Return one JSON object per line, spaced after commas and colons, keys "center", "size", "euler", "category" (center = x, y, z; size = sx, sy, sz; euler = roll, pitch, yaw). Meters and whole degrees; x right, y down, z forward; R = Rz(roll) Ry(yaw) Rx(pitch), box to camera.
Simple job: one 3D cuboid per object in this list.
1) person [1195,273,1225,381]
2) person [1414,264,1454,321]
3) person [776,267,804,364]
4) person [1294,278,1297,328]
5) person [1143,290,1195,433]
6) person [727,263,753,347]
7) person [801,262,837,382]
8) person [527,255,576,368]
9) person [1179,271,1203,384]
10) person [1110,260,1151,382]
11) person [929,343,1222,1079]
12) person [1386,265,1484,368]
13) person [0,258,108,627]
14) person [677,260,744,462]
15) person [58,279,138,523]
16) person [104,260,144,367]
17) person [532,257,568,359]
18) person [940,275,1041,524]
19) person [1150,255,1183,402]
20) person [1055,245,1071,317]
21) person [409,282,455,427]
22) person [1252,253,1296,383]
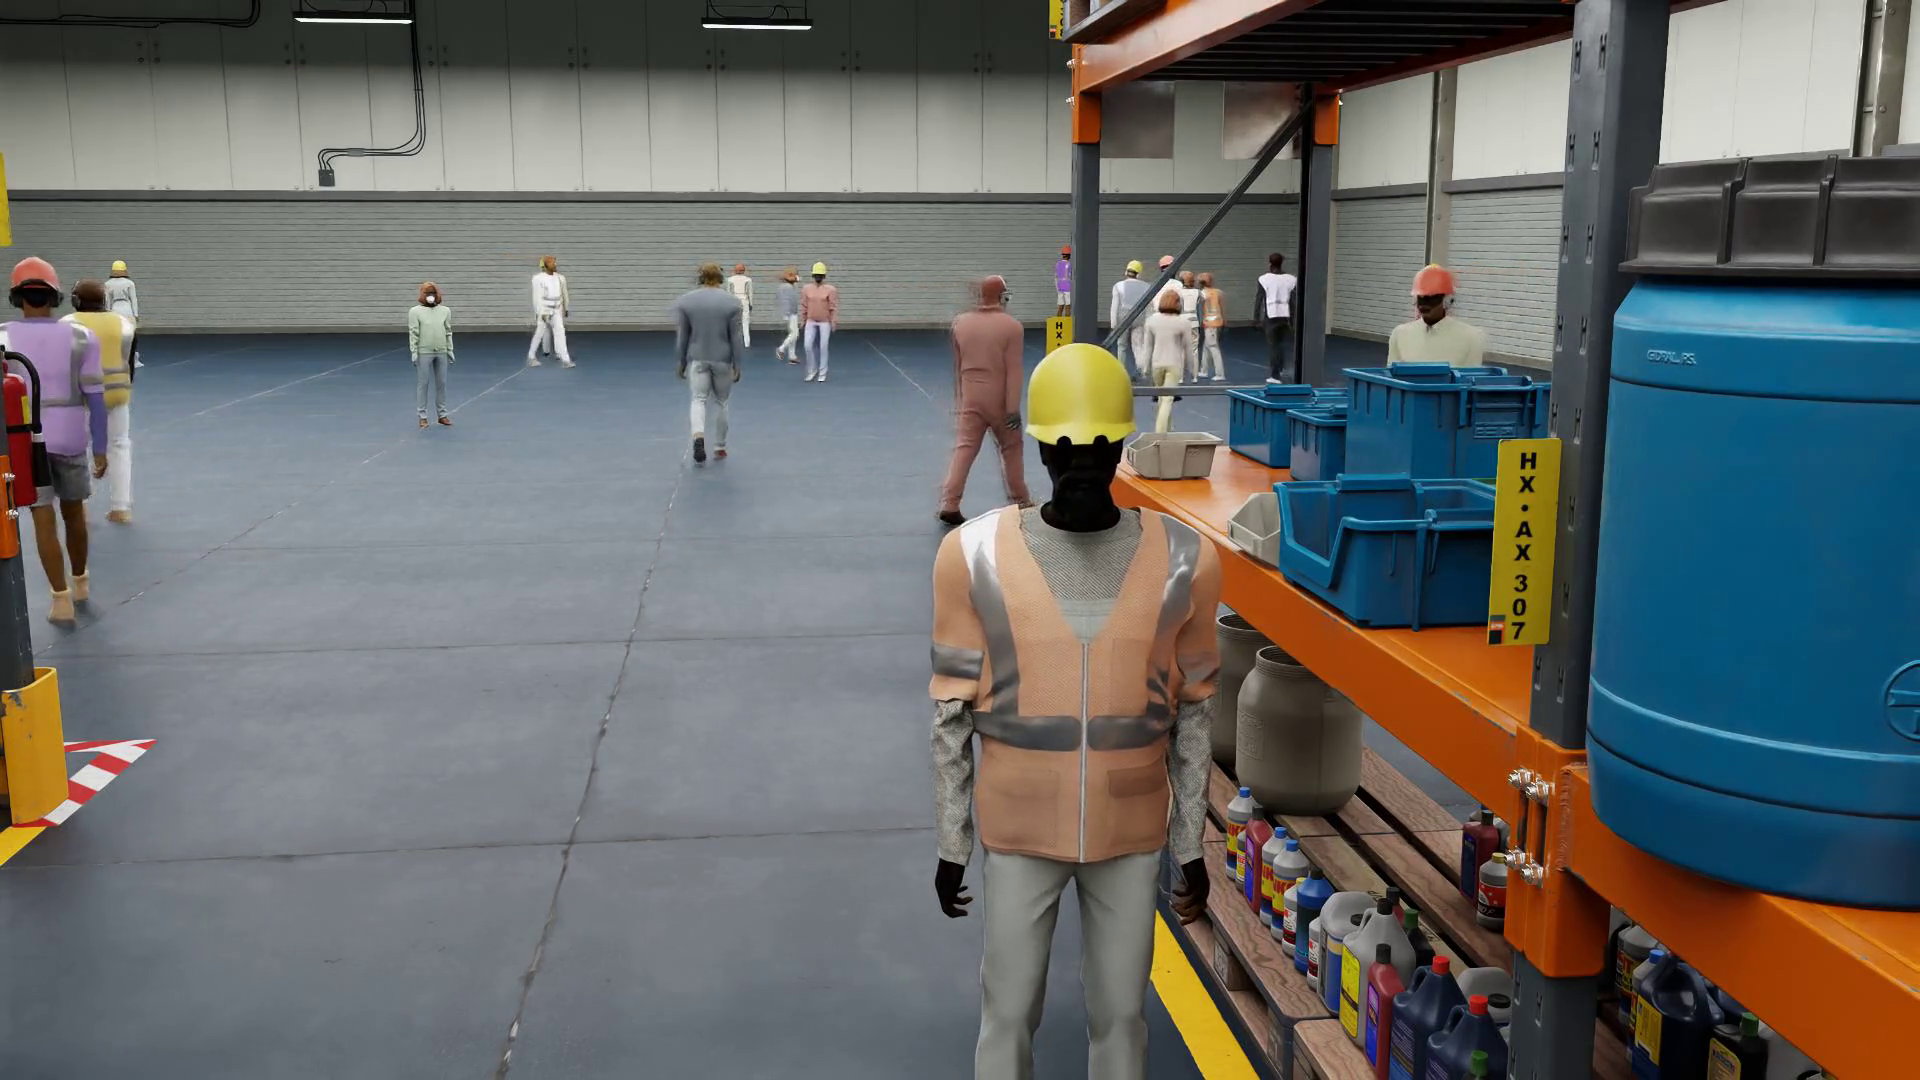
{"center": [3.669, -3.164, 24.724], "size": [0.715, 1.589, 0.513], "euler": [10, 14, 42], "category": "person"}
{"center": [6.981, -3.193, 24.520], "size": [0.555, 1.718, 0.884], "euler": [3, 11, 18], "category": "person"}
{"center": [-2.829, -3.758, 27.901], "size": [0.386, 1.619, 0.526], "euler": [2, 10, 8], "category": "person"}
{"center": [5.170, -3.286, 24.723], "size": [0.505, 1.846, 0.347], "euler": [2, 11, 13], "category": "person"}
{"center": [2.155, -1.774, 17.139], "size": [0.519, 1.584, 0.875], "euler": [5, 11, 24], "category": "person"}
{"center": [-4.261, -4.543, 32.207], "size": [0.509, 1.629, 0.316], "euler": [-1, 10, -6], "category": "person"}
{"center": [-2.081, -3.186, 24.393], "size": [0.554, 1.750, 0.489], "euler": [2, 10, 9], "category": "person"}
{"center": [-6.755, -3.737, 27.231], "size": [0.980, 1.846, 0.570], "euler": [8, 13, 37], "category": "person"}
{"center": [3.288, -3.075, 24.139], "size": [0.522, 1.637, 0.305], "euler": [-4, 11, -19], "category": "person"}
{"center": [2.492, -3.161, 24.169], "size": [0.611, 1.806, 0.750], "euler": [-1, 10, -5], "category": "person"}
{"center": [0.232, 0.570, 3.360], "size": [0.587, 1.928, 0.363], "euler": [-1, 10, -4], "category": "person"}
{"center": [2.997, -0.739, 10.456], "size": [0.631, 1.968, 0.857], "euler": [8, 13, 38], "category": "person"}
{"center": [-5.136, -0.555, 9.297], "size": [0.638, 2.004, 0.929], "euler": [-7, 13, -36], "category": "person"}
{"center": [-2.362, -1.670, 15.691], "size": [0.648, 1.912, 0.796], "euler": [0, 10, -1], "category": "person"}
{"center": [-6.515, -1.039, 12.490], "size": [0.705, 1.815, 0.639], "euler": [9, 13, 40], "category": "person"}
{"center": [-13.717, -3.698, 27.261], "size": [0.483, 1.745, 0.304], "euler": [-1, 10, -6], "category": "person"}
{"center": [-7.164, -4.050, 29.111], "size": [0.594, 1.787, 0.945], "euler": [-3, 11, -16], "category": "person"}
{"center": [0.218, -1.045, 12.430], "size": [0.663, 1.855, 1.032], "euler": [8, 13, 36], "category": "person"}
{"center": [2.673, -2.750, 21.666], "size": [0.604, 1.884, 0.577], "euler": [-10, 14, -44], "category": "person"}
{"center": [2.350, -5.537, 36.794], "size": [0.342, 1.941, 0.551], "euler": [-9, 14, -41], "category": "person"}
{"center": [-5.939, -2.088, 18.734], "size": [0.507, 1.631, 0.277], "euler": [-9, 14, -41], "category": "person"}
{"center": [4.599, -3.249, 24.395], "size": [0.597, 1.895, 0.591], "euler": [-3, 11, -18], "category": "person"}
